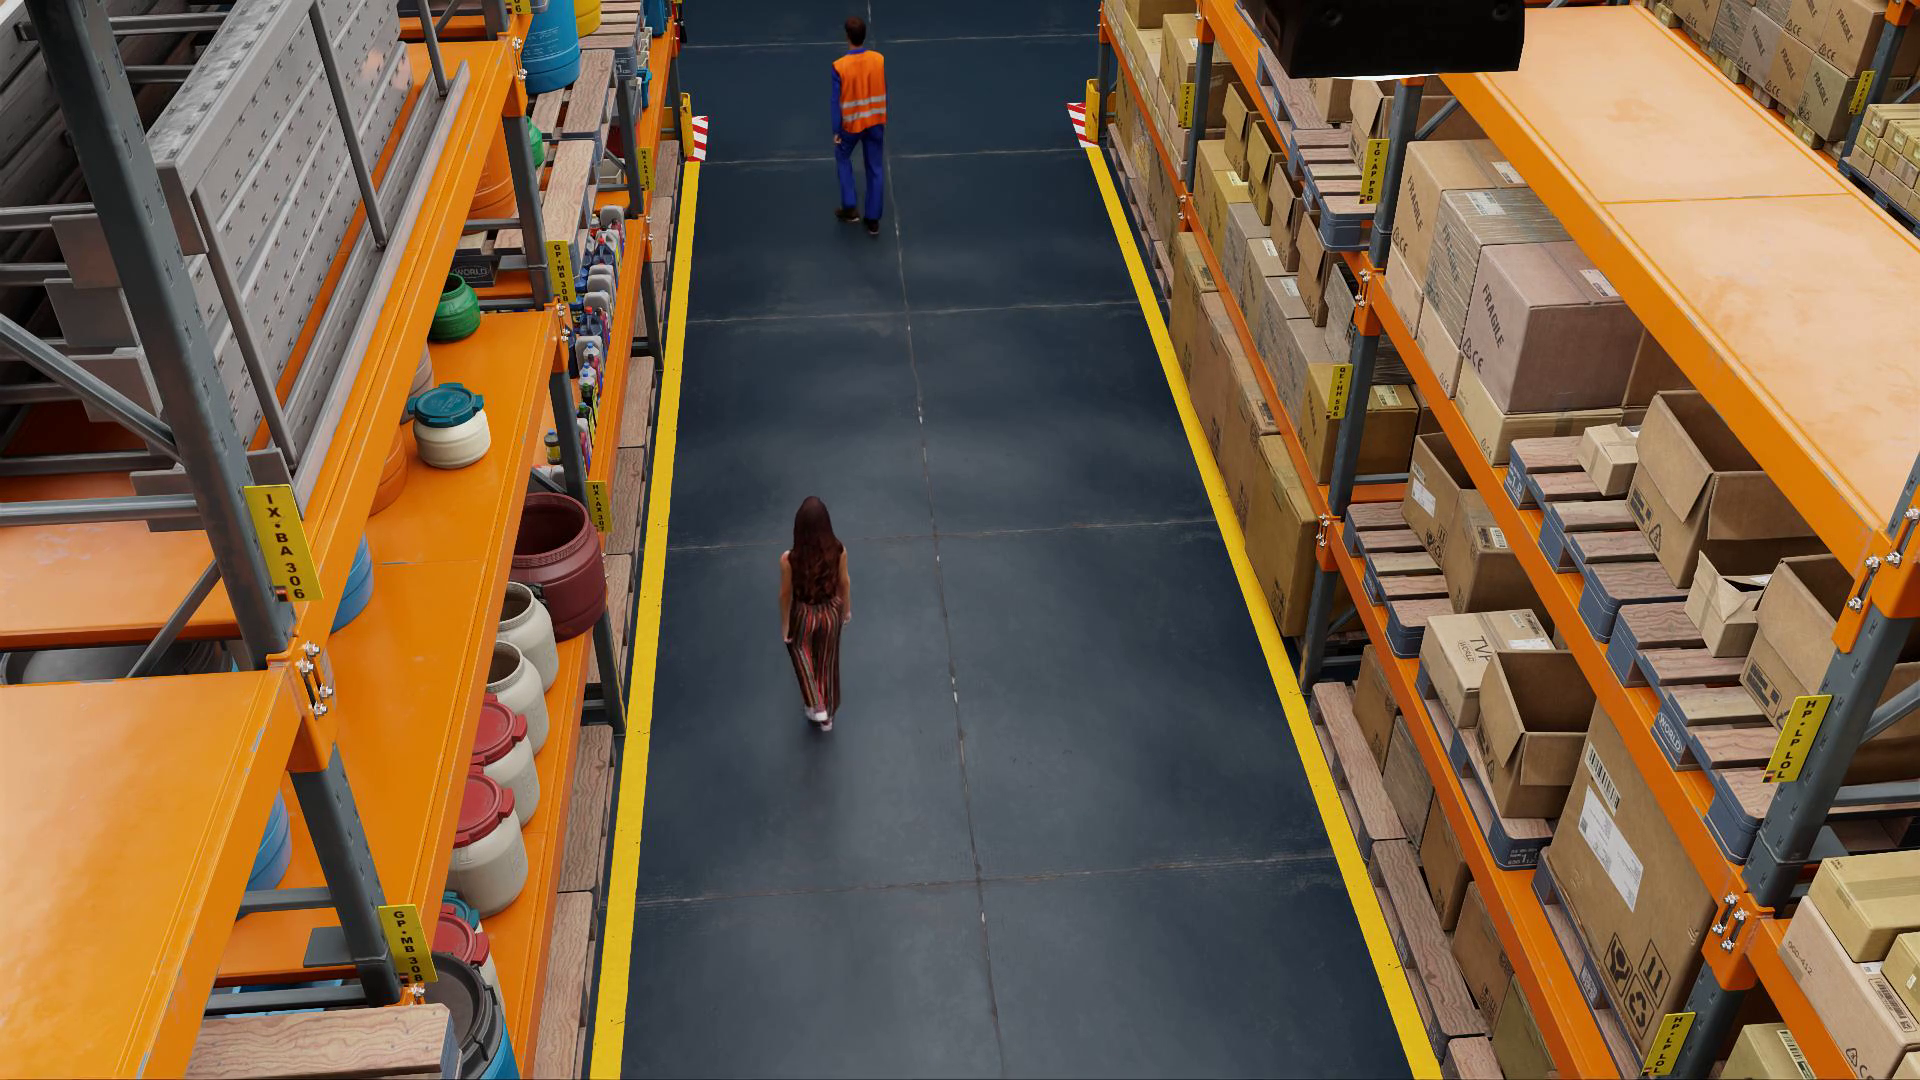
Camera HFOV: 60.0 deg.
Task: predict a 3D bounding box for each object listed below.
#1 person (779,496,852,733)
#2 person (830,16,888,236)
[{"bbox_3d":[-0.778,0.463,9.125,0.607,1.552,0.674,-9,38,-11],"label":"person"},{"bbox_3d":[-0.796,-3.457,14.036,0.804,1.848,0.808,-13,39,-17],"label":"person"}]
